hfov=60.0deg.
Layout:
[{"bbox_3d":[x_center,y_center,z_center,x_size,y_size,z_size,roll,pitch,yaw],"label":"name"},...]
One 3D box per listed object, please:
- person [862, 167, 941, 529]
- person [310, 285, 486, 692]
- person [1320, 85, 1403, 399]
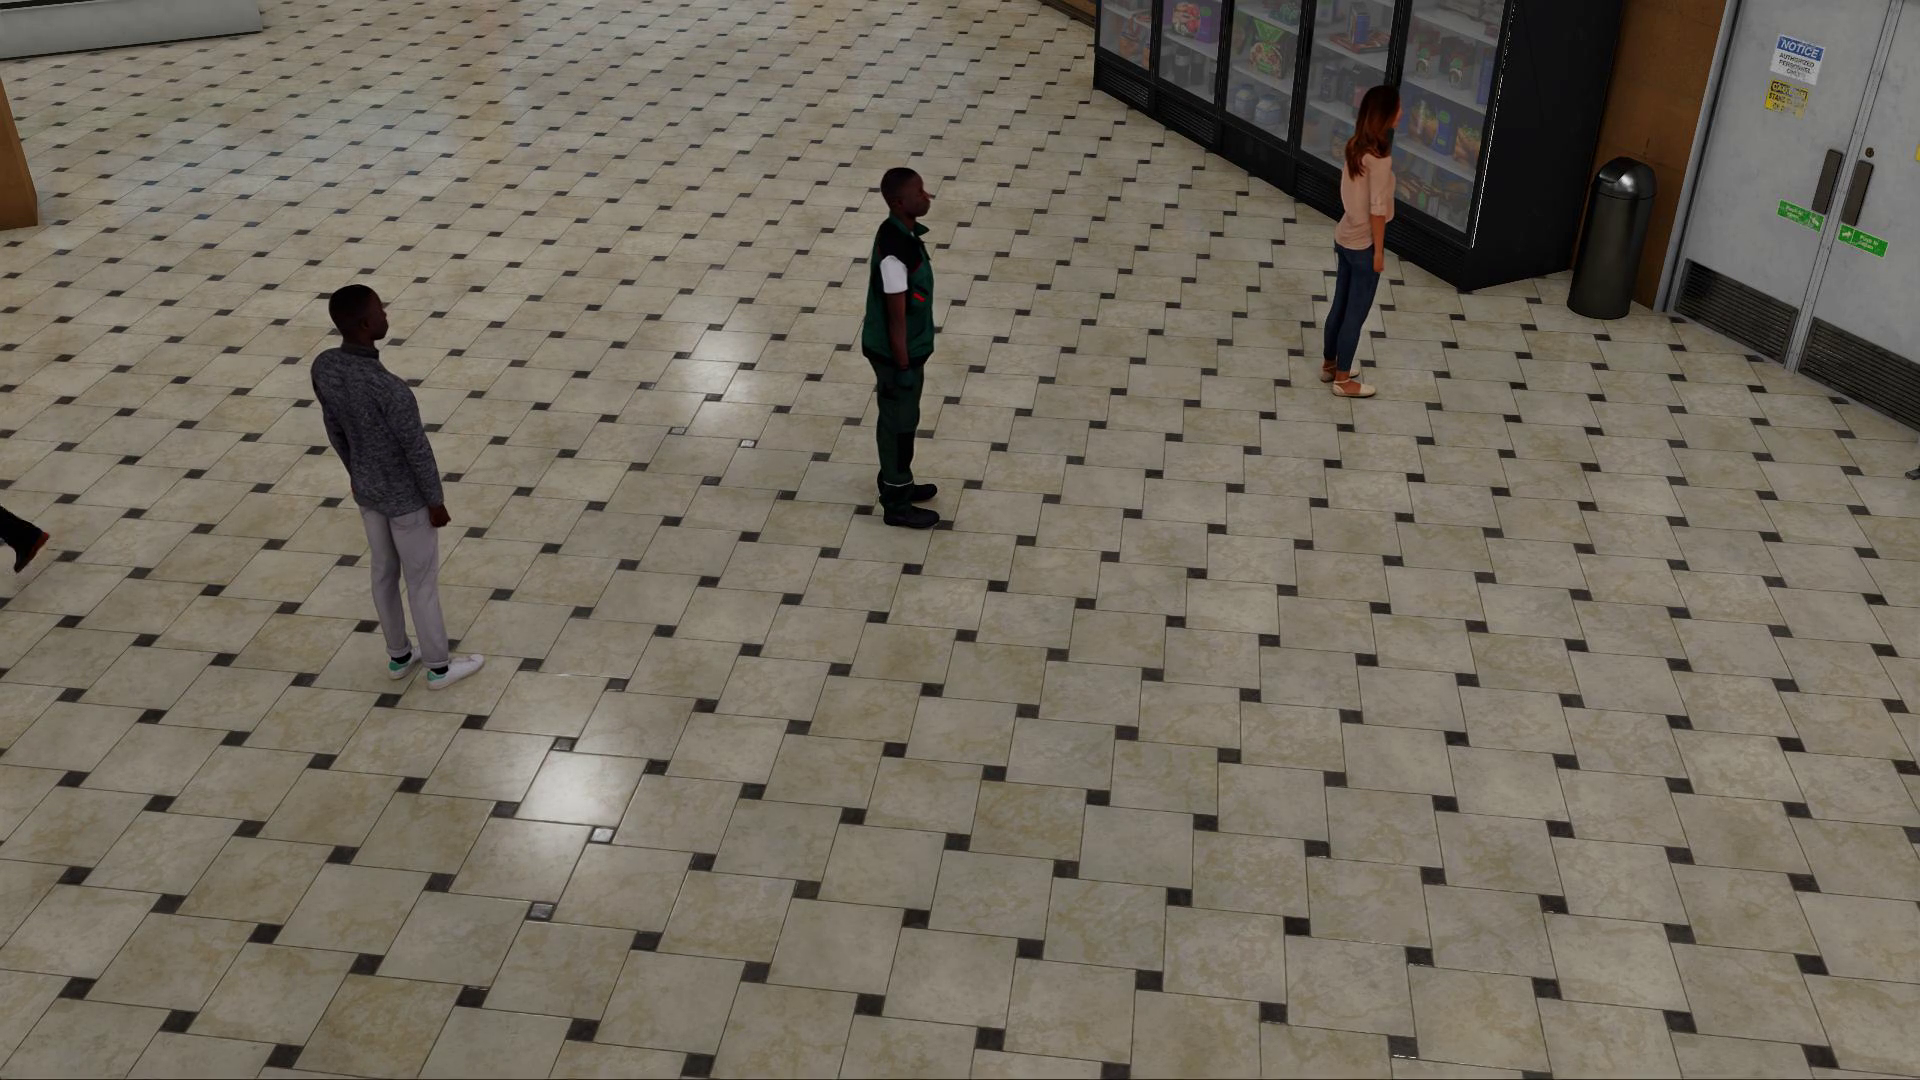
[{"bbox_3d":[-0.298,-0.942,8.167,0.771,1.839,0.777,0,32,0],"label":"person"},{"bbox_3d":[-2.392,-0.196,6.969,0.759,1.838,0.766,17,36,25],"label":"person"},{"bbox_3d":[2.256,-1.679,9.396,0.602,1.792,0.636,-5,32,-9],"label":"person"}]
